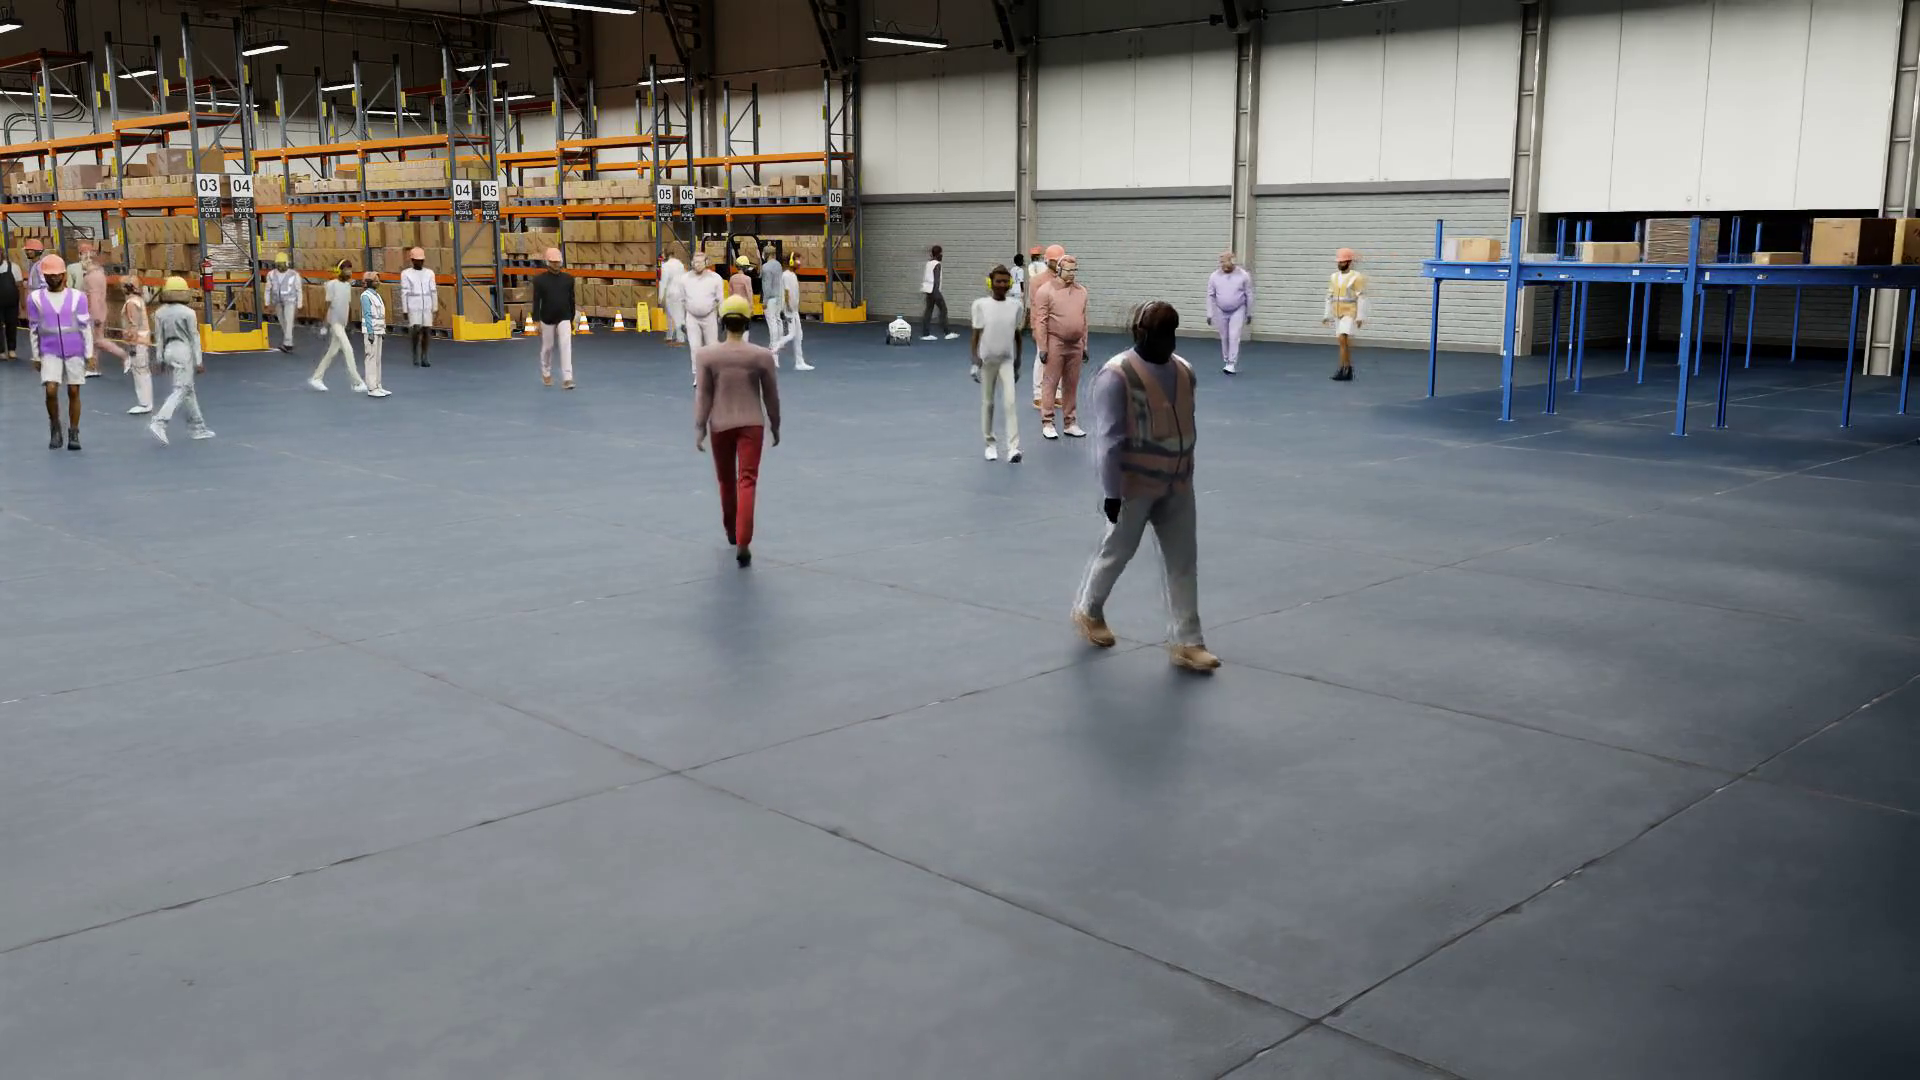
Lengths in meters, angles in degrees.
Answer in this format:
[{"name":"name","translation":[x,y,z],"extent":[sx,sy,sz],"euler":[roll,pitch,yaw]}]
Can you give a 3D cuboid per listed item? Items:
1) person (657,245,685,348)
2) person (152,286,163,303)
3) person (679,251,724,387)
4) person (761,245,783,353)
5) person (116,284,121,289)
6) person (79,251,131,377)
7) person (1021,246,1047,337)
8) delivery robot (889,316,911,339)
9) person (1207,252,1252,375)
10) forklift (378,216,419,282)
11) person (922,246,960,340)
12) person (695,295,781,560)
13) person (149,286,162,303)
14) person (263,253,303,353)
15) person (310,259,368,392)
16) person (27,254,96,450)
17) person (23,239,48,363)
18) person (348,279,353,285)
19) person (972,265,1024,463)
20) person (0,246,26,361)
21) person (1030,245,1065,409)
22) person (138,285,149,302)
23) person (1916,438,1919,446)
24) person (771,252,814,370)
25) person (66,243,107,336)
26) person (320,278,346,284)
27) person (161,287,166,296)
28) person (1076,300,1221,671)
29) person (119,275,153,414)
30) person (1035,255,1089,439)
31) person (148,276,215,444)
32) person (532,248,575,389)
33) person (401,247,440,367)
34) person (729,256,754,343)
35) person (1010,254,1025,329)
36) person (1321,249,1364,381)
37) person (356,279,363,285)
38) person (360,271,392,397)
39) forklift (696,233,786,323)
[{"name":"person","translation":[-5.547,-4.622,31.567],"extent":[0.813,1.909,0.658],"euler":[4,11,22]},{"name":"person","translation":[-21.562,-7.020,44.465],"extent":[0.732,2.010,0.358],"euler":[8,13,37]},{"name":"person","translation":[-3.647,-3.135,23.546],"extent":[0.654,1.890,0.646],"euler":[0,10,-2]},{"name":"person","translation":[-3.379,-4.316,29.843],"extent":[0.352,1.937,0.635],"euler":[3,11,17]},{"name":"person","translation":[-22.474,-6.856,44.139],"extent":[0.628,1.792,0.515],"euler":[-5,12,-26]},{"name":"person","translation":[-12.903,-3.392,24.954],"extent":[0.749,1.886,0.650],"euler":[-4,11,-23]},{"name":"person","translation":[1.625,-5.173,34.678],"extent":[1.006,1.889,0.568],"euler":[10,14,44]},{"name":"delivery robot","translation":[-1.174,-4.113,32.369],"extent":[0.477,0.478,0.707],"euler":[-2,10,-10]},{"name":"person","translation":[4.093,-3.440,25.304],"extent":[0.671,1.857,0.976],"euler":[4,11,21]},{"name":"forklift","translation":[-17.868,-9.201,54.028],"extent":[1.873,2.768,1.129],"euler":[-10,14,-44]},{"name":"person","translation":[-0.394,-5.019,33.800],"extent":[0.869,1.884,0.627],"euler":[-4,11,-22]},{"name":"person","translation":[-1.463,-0.754,11.011],"extent":[0.548,1.710,0.926],"euler":[-1,10,-4]},{"name":"person","translation":[-20.388,-6.368,41.925],"extent":[0.507,1.616,0.484],"euler":[-8,13,-36]},{"name":"person","translation":[-12.218,-4.269,30.013],"extent":[0.607,1.782,0.951],"euler":[0,10,-1]},{"name":"person","translation":[-8.506,-2.922,22.642],"extent":[0.997,1.804,0.593],"euler":[1,10,8]},{"name":"person","translation":[-8.834,-1.839,16.383],"extent":[0.560,1.915,0.614],"euler":[-5,12,-26]},{"name":"person","translation":[-15.241,-3.944,27.516],"extent":[0.368,2.048,0.607],"euler":[-9,13,-39]},{"name":"person","translation":[-19.308,-8.382,52.150],"extent":[0.715,1.897,0.393],"euler":[-7,12,-32]},{"name":"person","translation":[0.356,-1.620,15.454],"extent":[0.518,1.826,0.957],"euler":[-1,10,-7]},{"name":"person","translation":[-16.449,-4.108,28.545],"extent":[0.682,2.000,1.005],"euler":[-8,13,-37]},{"name":"person","translation":[1.136,-2.604,20.360],"extent":[0.623,1.989,0.401],"euler":[-7,13,-34]},{"name":"person","translation":[-19.456,-5.994,39.331],"extent":[0.643,1.819,0.701],"euler":[-9,14,-40]},{"name":"person","translation":[9.643,-1.704,15.746],"extent":[0.954,1.876,0.612],"euler":[-2,11,-12]},{"name":"person","translation":[-2.664,-3.600,26.165],"extent":[0.639,1.853,0.575],"euler":[3,11,14]},{"name":"person","translation":[-14.880,-4.064,28.379],"extent":[0.627,1.969,0.566],"euler":[-9,14,-40]},{"name":"person","translation":[-16.181,-6.699,42.935],"extent":[0.606,1.896,0.771],"euler":[-7,12,-32]},{"name":"person","translation":[-17.866,-5.721,37.734],"extent":[0.845,1.862,0.578],"euler":[9,14,41]},{"name":"person","translation":[0.912,-0.298,8.324],"extent":[0.639,1.802,0.949],"euler":[-7,12,-33]},{"name":"person","translation":[-9.833,-2.331,19.854],"extent":[0.335,1.632,0.532],"euler":[-3,11,-15]},{"name":"person","translation":[1.098,-2.030,17.471],"extent":[0.641,1.905,0.410],"euler":[-7,12,-32]},{"name":"person","translation":[-8.069,-1.860,17.102],"extent":[0.498,1.705,0.865],"euler":[4,11,19]},{"name":"person","translation":[-5.694,-3.113,23.281],"extent":[0.635,1.949,1.017],"euler":[-6,12,-29]},{"name":"person","translation":[-8.696,-3.757,26.866],"extent":[0.543,1.921,0.499],"euler":[-8,13,-38]},{"name":"person","translation":[-3.668,-3.903,28.065],"extent":[0.531,1.765,0.327],"euler":[9,14,40]},{"name":"person","translation":[1.281,-5.495,36.928],"extent":[0.319,1.695,0.538],"euler":[-5,11,-24]},{"name":"person","translation":[5.536,-3.278,24.256],"extent":[0.807,1.905,0.548],"euler":[-8,13,-36]},{"name":"person","translation":[-15.366,-6.577,43.006],"extent":[0.280,1.633,0.500],"euler":[10,14,43]},{"name":"person","translation":[-7.721,-2.712,21.911],"extent":[0.308,1.641,0.514],"euler":[-1,10,-4]},{"name":"forklift","translation":[-5.496,-6.489,41.108],"extent":[2.313,2.155,1.214],"euler":[-10,14,-44]}]
